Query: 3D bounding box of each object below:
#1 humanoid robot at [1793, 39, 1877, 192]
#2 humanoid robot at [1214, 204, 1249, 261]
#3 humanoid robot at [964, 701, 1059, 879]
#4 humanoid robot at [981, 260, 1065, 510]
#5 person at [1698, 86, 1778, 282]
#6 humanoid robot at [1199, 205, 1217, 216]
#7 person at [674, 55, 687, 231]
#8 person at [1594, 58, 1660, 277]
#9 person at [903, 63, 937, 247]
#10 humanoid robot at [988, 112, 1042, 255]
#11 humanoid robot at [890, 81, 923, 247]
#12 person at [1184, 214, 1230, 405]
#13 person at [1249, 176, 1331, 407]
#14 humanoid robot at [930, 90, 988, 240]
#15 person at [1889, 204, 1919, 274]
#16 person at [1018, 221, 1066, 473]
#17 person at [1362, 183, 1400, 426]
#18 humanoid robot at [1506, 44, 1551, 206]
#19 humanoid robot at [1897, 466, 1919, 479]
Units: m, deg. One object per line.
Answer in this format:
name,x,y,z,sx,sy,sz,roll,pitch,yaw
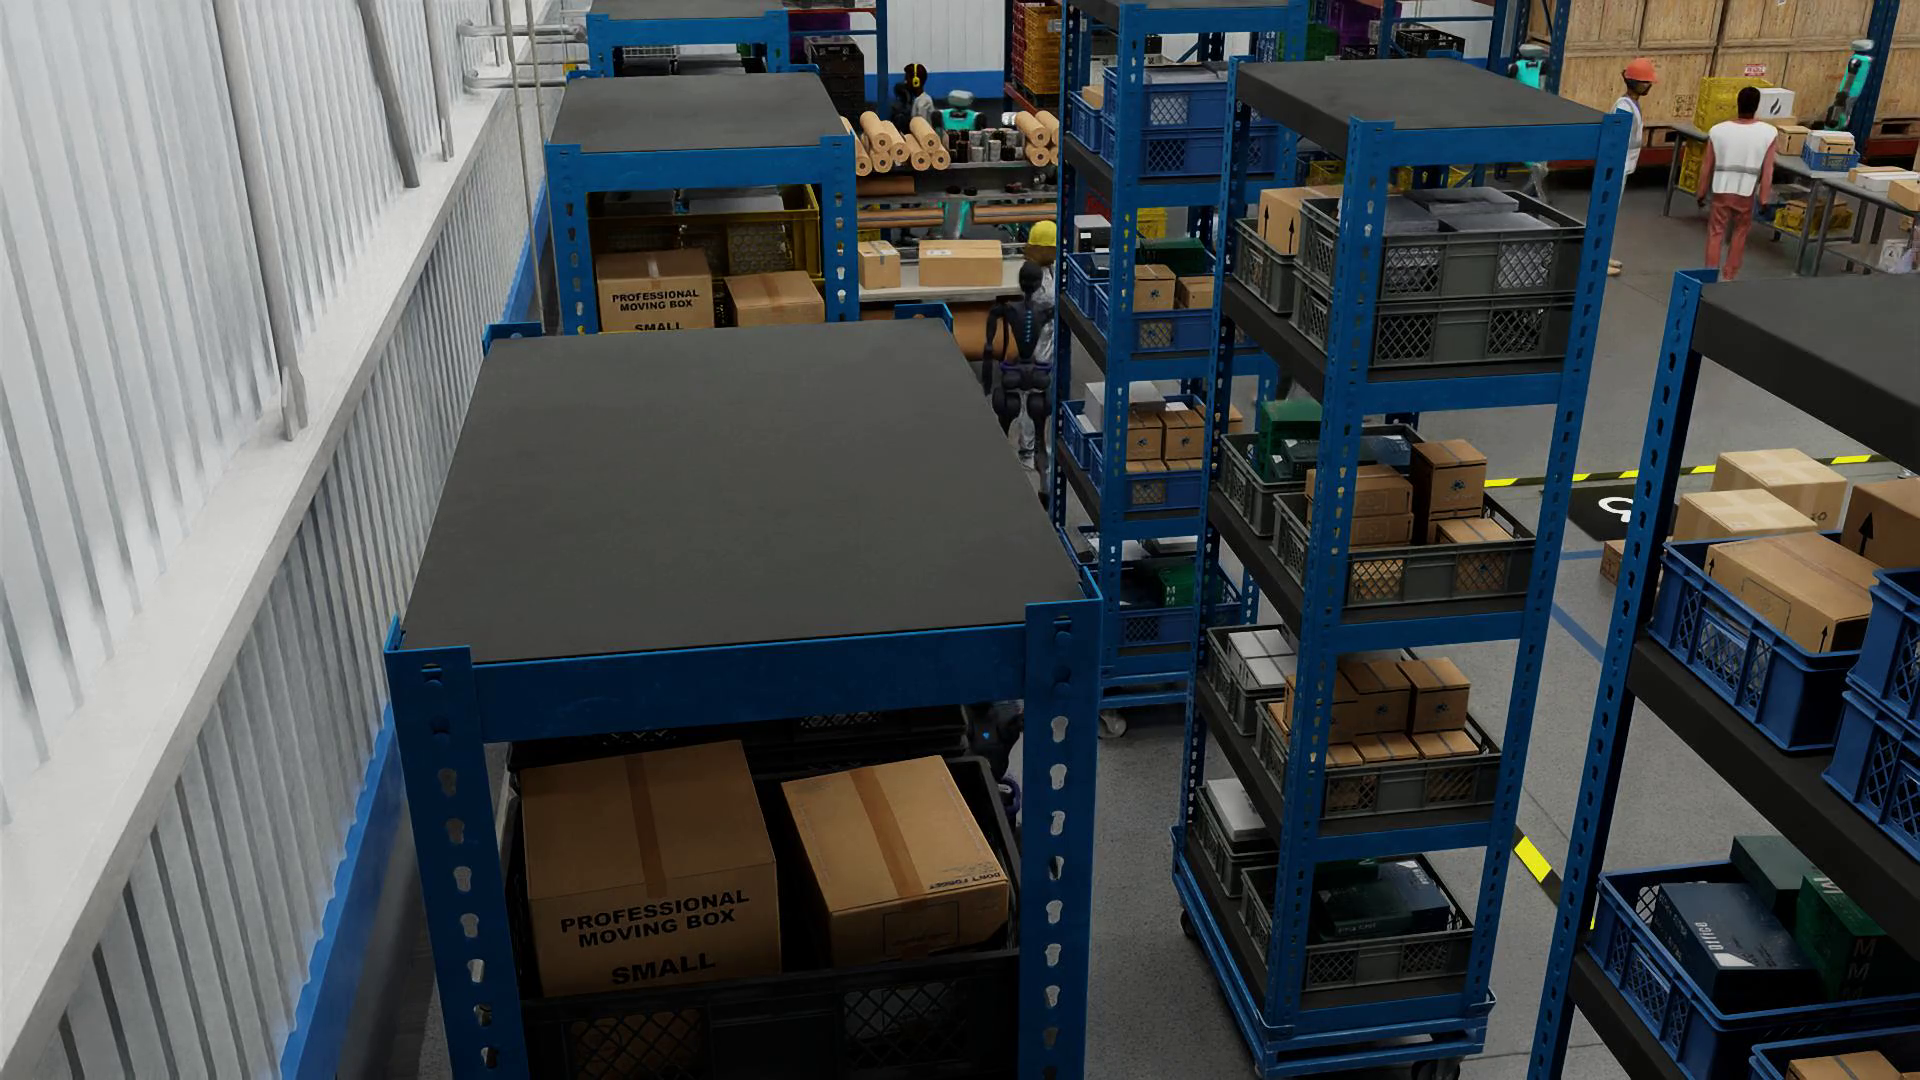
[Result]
humanoid robot,9.918,-4.858,19.123,0.819,1.789,0.562,21,32,38
humanoid robot,2.341,-2.534,14.125,0.587,1.640,0.473,12,27,24
humanoid robot,0.077,1.132,6.161,0.613,1.639,0.567,-5,25,-10
humanoid robot,0.407,-0.966,10.722,0.608,1.642,0.477,-2,25,-4
person,7.147,-3.220,15.356,0.622,1.888,0.752,11,27,23
humanoid robot,2.763,-4.313,18.013,0.597,1.625,0.719,3,25,7
person,-2.868,-4.122,17.363,0.492,1.860,0.321,9,26,18
person,6.349,-3.566,15.930,0.391,2.041,0.612,11,27,23
person,-0.378,-3.862,16.806,0.365,1.856,0.523,-2,25,-3
humanoid robot,0.560,-3.063,15.039,0.533,1.677,0.735,10,27,21
humanoid robot,-0.549,-3.815,16.900,0.332,1.647,0.588,5,25,10
person,1.643,-1.276,11.178,0.373,1.853,0.587,-5,25,-10
person,2.690,-1.829,12.427,0.844,1.812,0.535,1,25,2
humanoid robot,-0.073,-3.244,15.650,0.557,1.831,0.875,4,25,9
person,7.960,-2.429,13.809,0.547,1.745,0.612,-17,30,-33
person,0.569,-1.334,11.432,0.295,1.743,0.488,7,26,15
person,2.912,-1.671,12.048,0.397,1.840,0.563,3,25,5
humanoid robot,6.411,-4.507,18.389,0.544,1.809,0.887,-10,27,-21
humanoid robot,6.431,-1.141,10.866,0.735,1.673,0.533,-11,27,-22
